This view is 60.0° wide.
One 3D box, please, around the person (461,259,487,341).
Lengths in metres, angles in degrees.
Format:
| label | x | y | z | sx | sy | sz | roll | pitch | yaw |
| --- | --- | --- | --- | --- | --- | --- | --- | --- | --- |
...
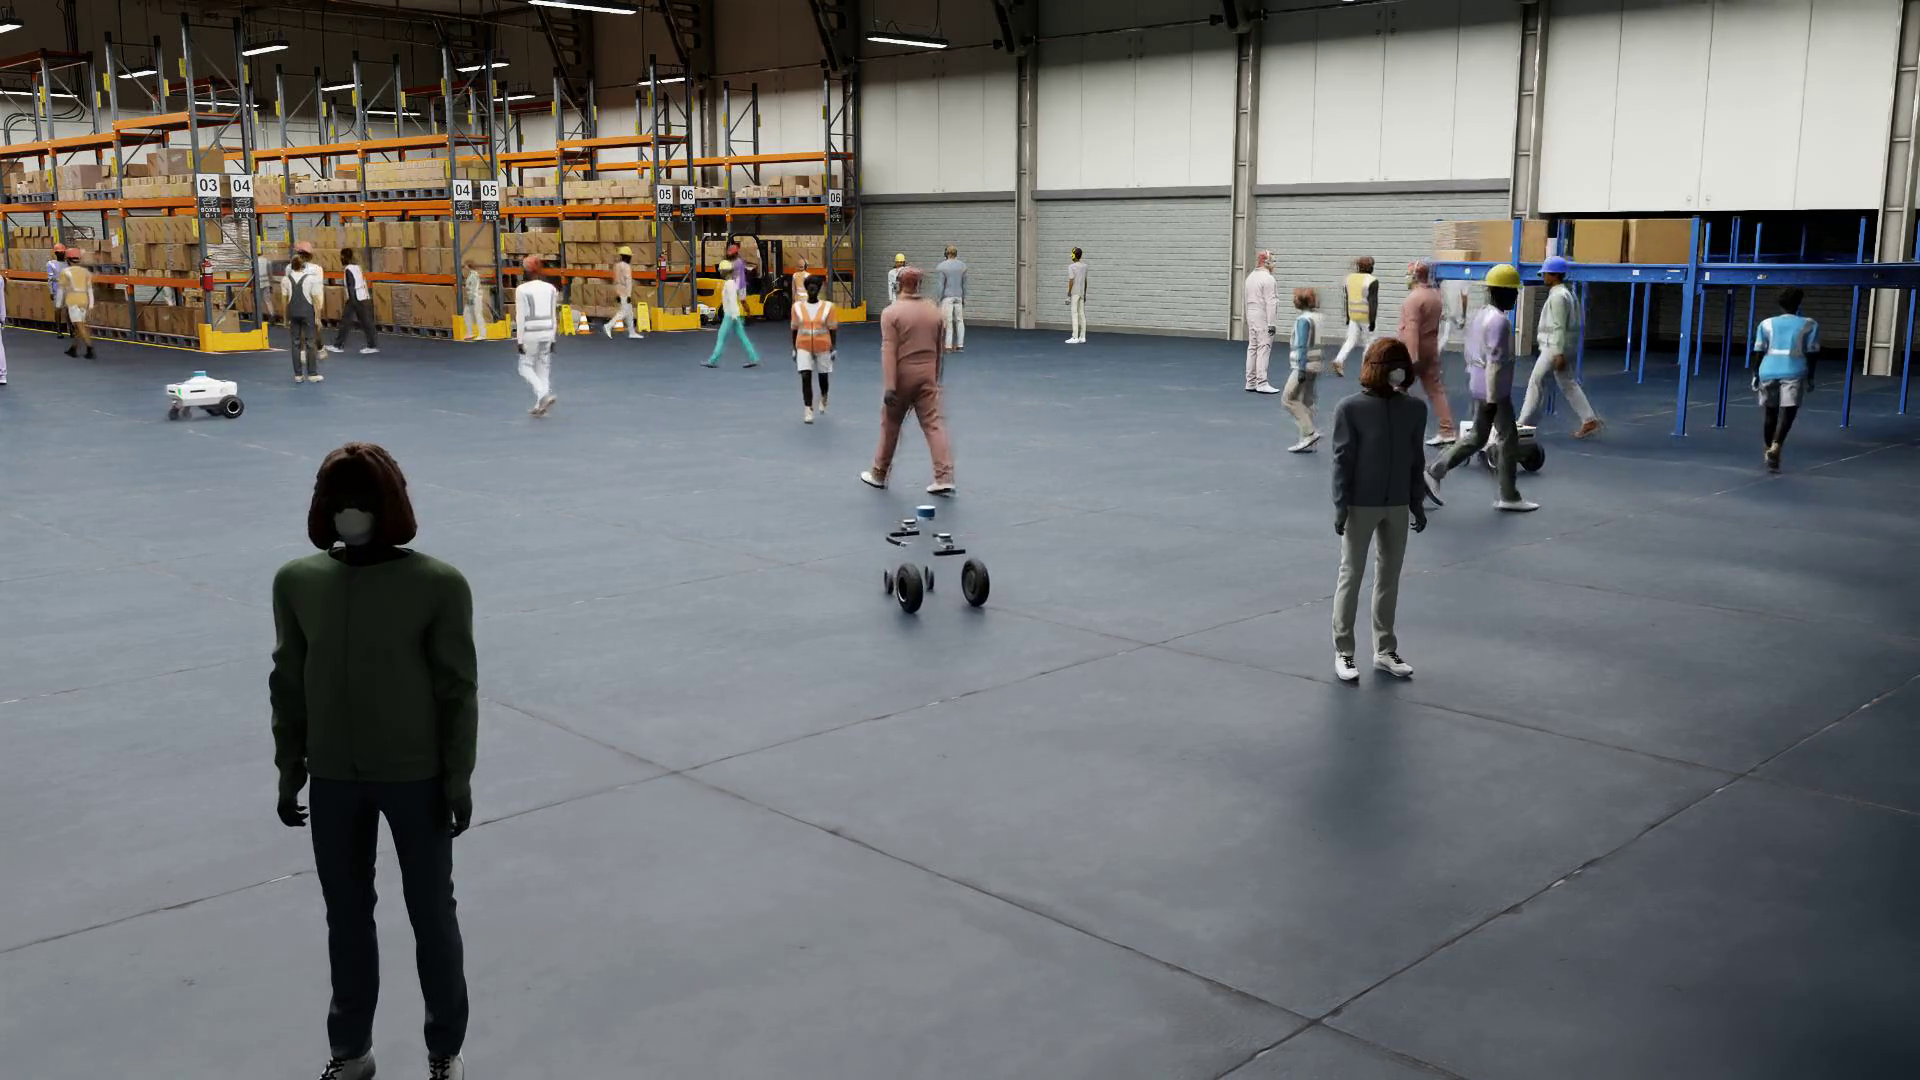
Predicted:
| label | x | y | z | sx | sy | sz | roll | pitch | yaw |
| --- | --- | --- | --- | --- | --- | --- | --- | --- | --- |
| person | -9.809 | -4.815 | 33.387 | 0.552 | 1.625 | 0.532 | -6 | 12 | -32 |

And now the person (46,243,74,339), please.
| label | x | y | z | sx | sy | sz | roll | pitch | yaw |
| --- | --- | --- | --- | --- | --- | --- | --- | --- | --- |
| person | -18.542 | -5.151 | 34.387 | 0.347 | 1.942 | 0.549 | 10 | 14 | 43 |

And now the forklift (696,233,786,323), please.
| label | x | y | z | sx | sy | sz | roll | pitch | yaw |
| --- | --- | --- | --- | --- | --- | --- | --- | --- | --- |
| forklift | -5.496 | -6.489 | 41.108 | 2.313 | 2.155 | 1.214 | -10 | 14 | -44 |

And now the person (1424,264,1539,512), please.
| label | x | y | z | sx | sy | sz | roll | pitch | yaw |
| --- | --- | --- | --- | --- | --- | --- | --- | --- | --- |
| person | 4.033 | -1.173 | 12.822 | 0.852 | 1.902 | 0.593 | 1 | 10 | 5 |

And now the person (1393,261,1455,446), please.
| label | x | y | z | sx | sy | sz | roll | pitch | yaw |
| --- | --- | --- | --- | --- | --- | --- | --- | --- | --- |
| person | 4.606 | -1.883 | 16.805 | 0.990 | 1.853 | 0.665 | 9 | 14 | 41 |

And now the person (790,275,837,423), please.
| label | x | y | z | sx | sy | sz | roll | pitch | yaw |
| --- | --- | --- | --- | --- | --- | --- | --- | --- | --- |
| person | -1.667 | -2.201 | 19.038 | 0.533 | 1.672 | 0.661 | 0 | 10 | -2 |

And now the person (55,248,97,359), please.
| label | x | y | z | sx | sy | sz | roll | pitch | yaw |
| --- | --- | --- | --- | --- | --- | --- | --- | --- | --- |
| person | -15.289 | -4.091 | 28.767 | 0.997 | 1.889 | 0.566 | 6 | 12 | 28 |

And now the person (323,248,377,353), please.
| label | x | y | z | sx | sy | sz | roll | pitch | yaw |
| --- | --- | --- | --- | --- | --- | --- | --- | --- | --- |
| person | -11.046 | -4.314 | 30.019 | 0.965 | 1.875 | 0.615 | -1 | 10 | -3 |

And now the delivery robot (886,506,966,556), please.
| label | x | y | z | sx | sy | sz | roll | pitch | yaw |
| --- | --- | --- | --- | --- | --- | --- | --- | --- | --- |
| delivery robot | -0.196 | -0.081 | 9.677 | 0.335 | 0.223 | 0.698 | -5 | 11 | -24 |

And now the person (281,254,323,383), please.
| label | x | y | z | sx | sy | sz | roll | pitch | yaw |
| --- | --- | --- | --- | --- | --- | --- | --- | --- | --- |
| person | -9.518 | -3.197 | 24.051 | 0.561 | 1.833 | 0.383 | -2 | 11 | -8 |

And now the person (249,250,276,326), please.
| label | x | y | z | sx | sy | sz | roll | pitch | yaw |
| --- | --- | --- | --- | --- | --- | --- | --- | --- | --- |
| person | -16.382 | -5.988 | 39.042 | 0.889 | 1.918 | 0.621 | 10 | 14 | 43 |

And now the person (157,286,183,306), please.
| label | x | y | z | sx | sy | sz | roll | pitch | yaw |
| --- | --- | --- | --- | --- | --- | --- | --- | --- | --- |
| person | -19.402 | -6.274 | 40.860 | 0.631 | 1.814 | 0.817 | -8 | 13 | -36 |

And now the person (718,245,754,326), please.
| label | x | y | z | sx | sy | sz | roll | pitch | yaw |
| --- | --- | --- | --- | --- | --- | --- | --- | --- | --- |
| person | -5.210 | -5.899 | 38.625 | 0.971 | 1.874 | 0.556 | -6 | 12 | -30 |

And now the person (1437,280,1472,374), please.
| label | x | y | z | sx | sy | sz | roll | pitch | yaw |
| --- | --- | --- | --- | --- | --- | --- | --- | --- | --- |
| person | 7.624 | -3.469 | 25.544 | 0.967 | 1.832 | 0.514 | -6 | 12 | -31 |

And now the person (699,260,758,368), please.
| label | x | y | z | sx | sy | sz | roll | pitch | yaw |
| --- | --- | --- | --- | --- | --- | --- | --- | --- | --- |
| person | -3.678 | -3.604 | 26.580 | 0.948 | 1.710 | 0.531 | -1 | 10 | -4 |

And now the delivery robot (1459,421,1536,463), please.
| label | x | y | z | sx | sy | sz | roll | pitch | yaw |
| --- | --- | --- | --- | --- | --- | --- | --- | --- | --- |
| delivery robot | 4.894 | -0.956 | 15.156 | 0.477 | 0.478 | 0.707 | -5 | 11 | -26 |

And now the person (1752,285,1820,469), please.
| label | x | y | z | sx | sy | sz | roll | pitch | yaw |
| --- | --- | --- | --- | --- | --- | --- | --- | --- | --- |
| person | 7.493 | -1.493 | 15.179 | 0.541 | 1.670 | 0.775 | 8 | 13 | 39 |

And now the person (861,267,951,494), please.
| label | x | y | z | sx | sy | sz | roll | pitch | yaw |
| --- | --- | --- | --- | --- | --- | --- | --- | --- | --- |
| person | -0.417 | -1.319 | 13.745 | 0.673 | 1.851 | 1.012 | -8 | 13 | -38 |

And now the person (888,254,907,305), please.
| label | x | y | z | sx | sy | sz | roll | pitch | yaw |
| --- | --- | --- | --- | --- | --- | --- | --- | --- | --- |
| person | -1.191 | -4.813 | 33.086 | 0.485 | 1.745 | 0.296 | -4 | 11 | -23 |

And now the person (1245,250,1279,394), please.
| label | x | y | z | sx | sy | sz | roll | pitch | yaw |
| --- | --- | --- | --- | --- | --- | --- | --- | --- | --- |
| person | 4.102 | -2.944 | 22.451 | 0.403 | 1.904 | 0.651 | -3 | 11 | -18 |

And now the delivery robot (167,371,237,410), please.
| label | x | y | z | sx | sy | sz | roll | pitch | yaw |
| --- | --- | --- | --- | --- | --- | --- | --- | --- | --- |
| delivery robot | -8.800 | -1.719 | 19.317 | 0.477 | 0.478 | 0.707 | 9 | 14 | 42 |

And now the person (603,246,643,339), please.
| label | x | y | z | sx | sy | sz | roll | pitch | yaw |
| --- | --- | --- | --- | --- | --- | --- | --- | --- | --- |
| person | -6.917 | -5.055 | 33.990 | 0.813 | 1.903 | 0.596 | -6 | 12 | -30 |

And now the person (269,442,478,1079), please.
| label | x | y | z | sx | sy | sz | roll | pitch | yaw |
| --- | --- | --- | --- | --- | --- | --- | --- | --- | --- |
| person | -1.399 | 0.576 | 3.990 | 0.500 | 1.636 | 0.281 | 1 | 10 | 3 |

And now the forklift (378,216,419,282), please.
| label | x | y | z | sx | sy | sz | roll | pitch | yaw |
| --- | --- | --- | --- | --- | --- | --- | --- | --- | --- |
| forklift | -17.868 | -9.201 | 54.028 | 1.873 | 2.768 | 1.129 | -10 | 14 | -44 |

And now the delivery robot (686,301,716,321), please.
| label | x | y | z | sx | sy | sz | roll | pitch | yaw |
| --- | --- | --- | --- | --- | --- | --- | --- | --- | --- |
| delivery robot | -6.174 | -5.436 | 39.585 | 0.707 | 0.478 | 0.477 | 6 | 12 | 29 |

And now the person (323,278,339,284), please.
| label | x | y | z | sx | sy | sz | roll | pitch | yaw |
| --- | --- | --- | --- | --- | --- | --- | --- | --- | --- |
| person | -18.751 | -7.884 | 49.449 | 1.011 | 1.887 | 0.648 | -3 | 11 | -17 |

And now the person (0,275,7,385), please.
| label | x | y | z | sx | sy | sz | roll | pitch | yaw |
| --- | --- | --- | --- | --- | --- | --- | --- | --- | --- |
| person | -13.788 | -3.125 | 23.435 | 0.405 | 1.906 | 0.653 | 5 | 12 | 26 |

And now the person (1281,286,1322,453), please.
| label | x | y | z | sx | sy | sz | roll | pitch | yaw |
| --- | --- | --- | --- | --- | --- | --- | --- | --- | --- |
| person | 3.327 | -1.655 | 16.179 | 0.373 | 1.623 | 0.535 | 4 | 11 | 23 |

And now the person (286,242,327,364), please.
| label | x | y | z | sx | sy | sz | roll | pitch | yaw |
| --- | --- | --- | --- | --- | --- | --- | --- | --- | --- |
| person | -10.847 | -3.933 | 27.620 | 0.635 | 1.989 | 1.038 | -1 | 10 | -7 |

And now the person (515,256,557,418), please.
| label | x | y | z | sx | sy | sz | roll | pitch | yaw |
| --- | --- | --- | --- | --- | --- | --- | --- | --- | --- |
| person | -4.898 | -2.344 | 19.308 | 0.467 | 1.866 | 0.576 | 8 | 13 | 37 |

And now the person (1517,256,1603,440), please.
| label | x | y | z | sx | sy | sz | roll | pitch | yaw |
| --- | --- | --- | --- | --- | --- | --- | --- | --- | --- |
| person | 6.217 | -1.986 | 17.239 | 0.992 | 1.910 | 0.636 | 5 | 11 | 23 |

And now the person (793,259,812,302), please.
| label | x | y | z | sx | sy | sz | roll | pitch | yaw |
| --- | --- | --- | --- | --- | --- | --- | --- | --- | --- |
| person | -3.099 | -4.738 | 32.956 | 0.513 | 1.641 | 0.307 | 7 | 12 | 33 |

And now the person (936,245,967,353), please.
| label | x | y | z | sx | sy | sz | roll | pitch | yaw |
| --- | --- | --- | --- | --- | --- | --- | --- | --- | --- |
| person | -0.158 | -4.347 | 30.011 | 0.628 | 1.939 | 0.375 | -7 | 12 | -32 |

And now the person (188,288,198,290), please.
| label | x | y | z | sx | sy | sz | roll | pitch | yaw |
| --- | --- | --- | --- | --- | --- | --- | --- | --- | --- |
| person | -22.474 | -7.666 | 48.575 | 1.018 | 1.761 | 0.616 | 1 | 10 | 3 |

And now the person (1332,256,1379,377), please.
| label | x | y | z | sx | sy | sz | roll | pitch | yaw |
| --- | --- | --- | --- | --- | --- | --- | --- | --- | --- |
| person | 5.915 | -3.298 | 24.631 | 0.817 | 1.814 | 0.631 | -7 | 12 | -33 |

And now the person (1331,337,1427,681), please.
| label | x | y | z | sx | sy | sz | roll | pitch | yaw |
| --- | --- | --- | --- | --- | --- | --- | --- | --- | --- |
| person | 2.004 | -0.152 | 7.959 | 0.501 | 1.636 | 0.280 | -3 | 11 | -18 |

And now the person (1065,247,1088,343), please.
| label | x | y | z | sx | sy | sz | roll | pitch | yaw |
| --- | --- | --- | --- | --- | --- | --- | --- | --- | --- |
| person | 2.292 | -4.820 | 32.778 | 0.514 | 1.873 | 0.329 | -9 | 14 | -41 |
